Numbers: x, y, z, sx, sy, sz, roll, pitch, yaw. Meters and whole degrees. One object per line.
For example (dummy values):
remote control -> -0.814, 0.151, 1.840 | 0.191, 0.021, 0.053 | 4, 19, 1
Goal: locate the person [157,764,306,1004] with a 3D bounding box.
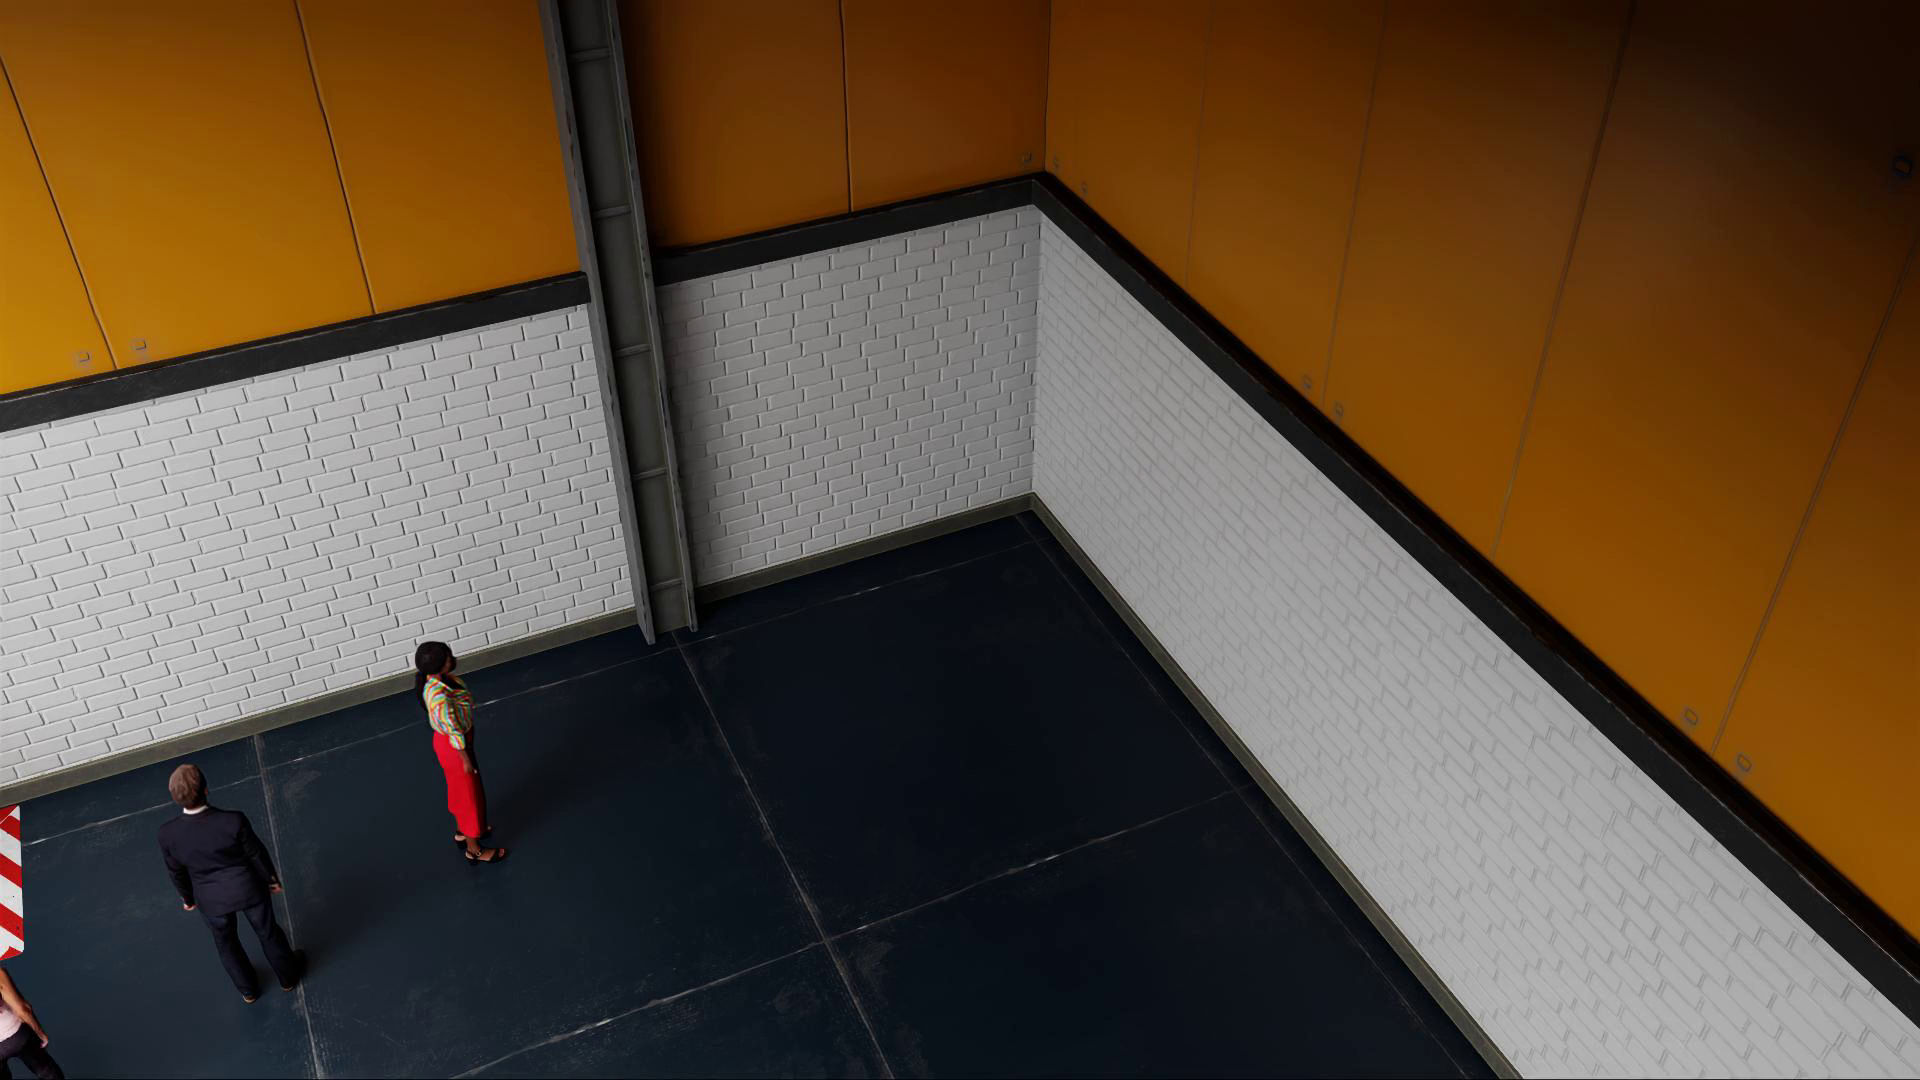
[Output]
person -> -4.210, 1.972, 9.543 | 0.580, 1.814, 0.784 | -10, 40, -13

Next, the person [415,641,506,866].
person -> -3.146, 1.320, 10.377 | 0.562, 1.792, 0.619 | -21, 43, -24
